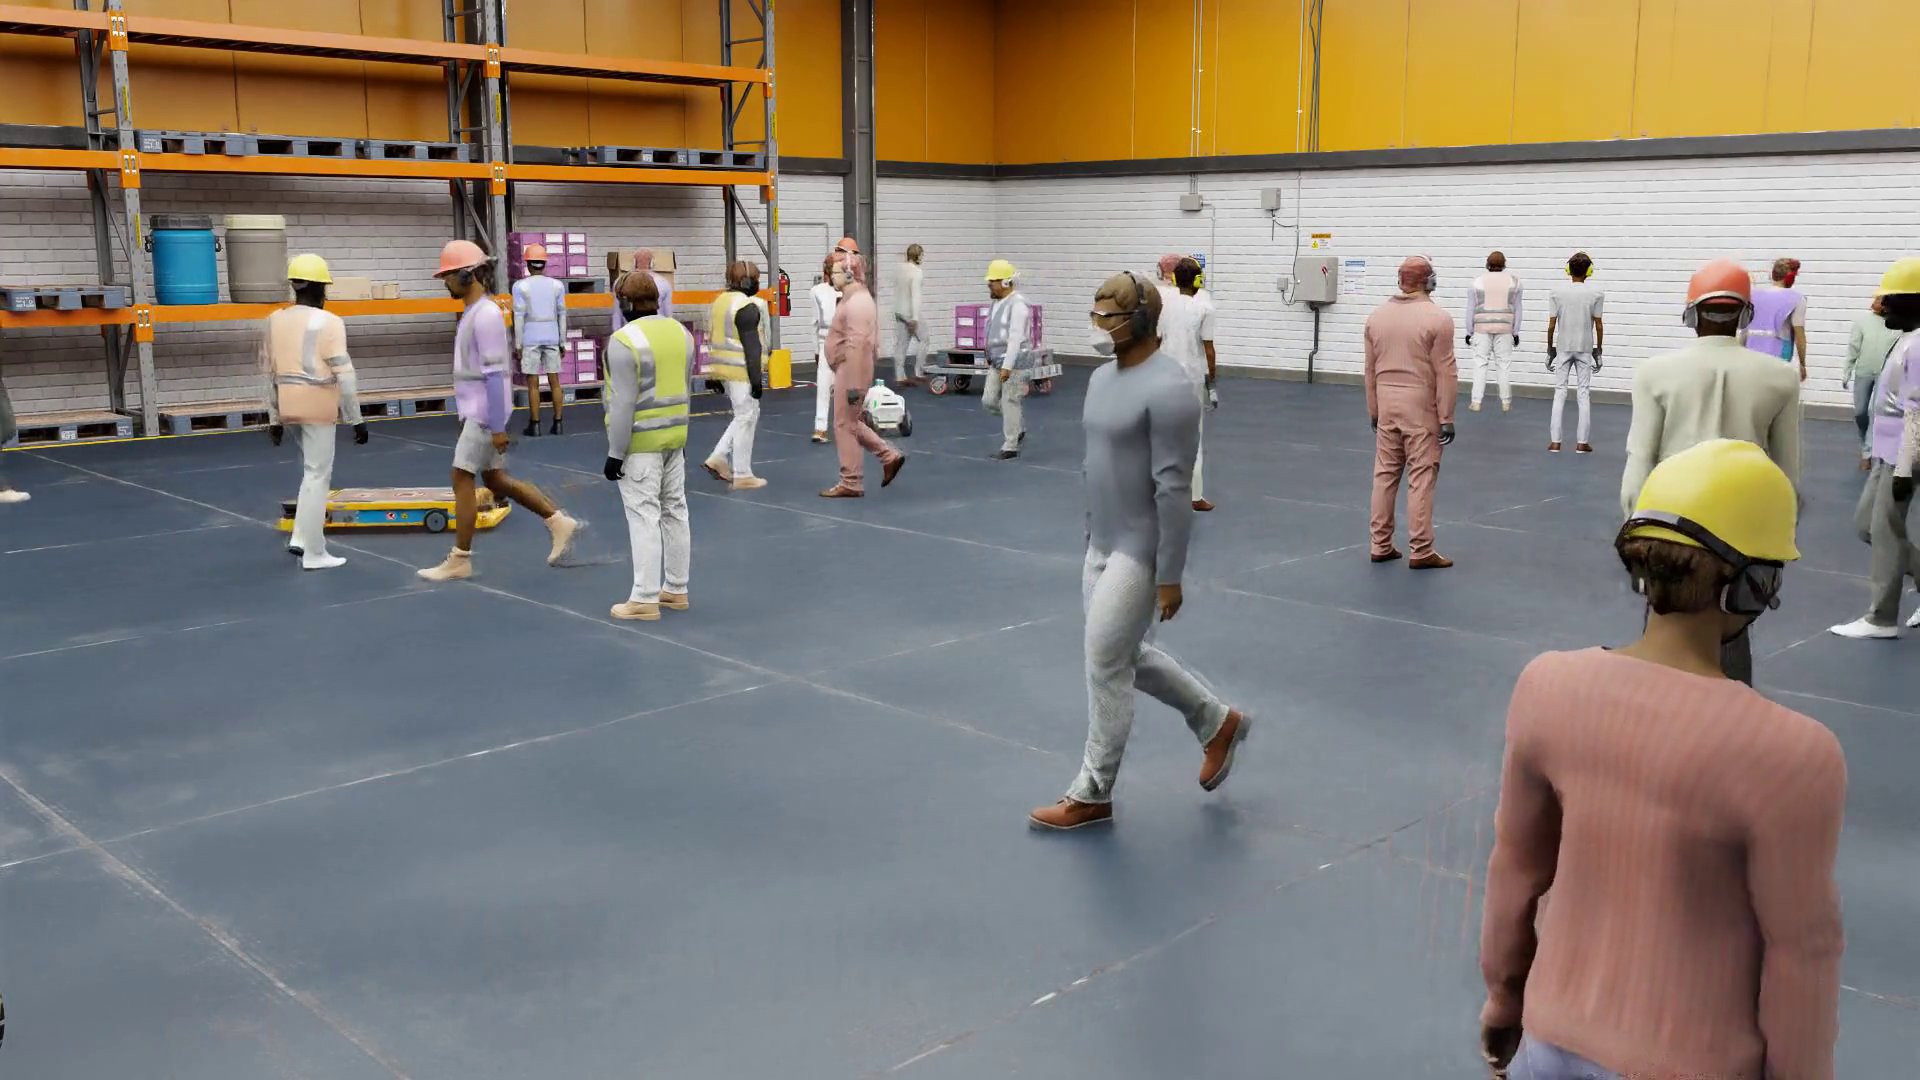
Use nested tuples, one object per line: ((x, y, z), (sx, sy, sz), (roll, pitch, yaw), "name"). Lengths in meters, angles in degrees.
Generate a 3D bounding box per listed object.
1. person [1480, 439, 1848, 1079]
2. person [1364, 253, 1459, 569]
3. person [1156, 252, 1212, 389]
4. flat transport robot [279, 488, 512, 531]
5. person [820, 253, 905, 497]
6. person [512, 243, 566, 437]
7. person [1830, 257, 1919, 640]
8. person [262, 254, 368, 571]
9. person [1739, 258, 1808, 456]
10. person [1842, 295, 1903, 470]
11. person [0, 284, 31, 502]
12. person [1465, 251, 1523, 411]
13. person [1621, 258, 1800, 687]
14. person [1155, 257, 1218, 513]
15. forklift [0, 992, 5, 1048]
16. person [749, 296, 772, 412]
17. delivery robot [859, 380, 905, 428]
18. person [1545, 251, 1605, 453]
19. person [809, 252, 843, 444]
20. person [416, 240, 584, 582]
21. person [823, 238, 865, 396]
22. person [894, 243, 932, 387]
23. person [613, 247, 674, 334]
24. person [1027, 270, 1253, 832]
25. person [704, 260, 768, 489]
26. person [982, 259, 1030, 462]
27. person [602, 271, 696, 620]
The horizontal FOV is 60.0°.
((0.946, 0.729, 2.374), (0.514, 1.746, 0.523), (-5, 12, -28), "person")
((2.769, -0.780, 10.154), (0.407, 1.913, 0.641), (-8, 13, -37), "person")
((1.740, -1.402, 13.598), (0.663, 1.884, 0.732), (0, 10, 2), "person")
((-3.913, -0.223, 11.587), (1.431, 0.197, 0.652), (-1, 10, -5), "flat transport robot")
((-0.773, -1.262, 12.835), (0.559, 1.889, 0.655), (0, 10, 1), "person")
((-4.252, -2.013, 16.799), (0.551, 1.936, 0.356), (-7, 13, -35), "person")
((4.686, -0.431, 8.217), (0.480, 1.914, 0.595), (4, 11, 23), "person")
((-3.910, -0.764, 10.081), (0.609, 1.910, 0.466), (6, 12, 28), "person")
((7.325, -1.600, 14.873), (0.725, 1.812, 0.582), (-6, 12, -28), "person")
((8.025, -1.437, 14.544), (0.518, 1.610, 0.673), (8, 13, 36), "person")
((-7.412, -1.179, 12.546), (0.518, 1.830, 0.518), (-2, 11, -10), "person")
((6.170, -2.405, 19.245), (0.641, 1.835, 0.430), (2, 11, 10), "person")
((2.856, -0.092, 6.335), (0.648, 1.944, 1.038), (3, 11, 14), "person")
((1.643, -1.131, 12.192), (0.534, 1.864, 0.310), (6, 12, 31), "person")
((-3.245, 0.323, 3.363), (2.313, 2.155, 1.214), (2, 11, 13), "forklift")
((-2.381, -2.174, 18.615), (0.524, 1.598, 0.877), (3, 11, 13), "person")
((-0.819, -1.382, 16.877), (0.477, 0.478, 0.707), (-4, 11, -20), "delivery robot")
((5.732, -1.744, 15.520), (0.514, 1.872, 0.328), (5, 11, 23), "person")
((-1.200, -1.850, 16.164), (0.582, 1.846, 0.910), (1, 10, 6), "person")
((-2.735, -0.758, 9.825), (0.917, 2.008, 0.622), (-4, 11, -19), "person")
((-1.416, -2.782, 20.857), (0.608, 1.988, 0.392), (5, 12, 27), "person")
((-0.610, -2.994, 22.231), (0.682, 1.906, 0.622), (-7, 13, -35), "person")
((-3.424, -2.218, 18.048), (0.662, 1.886, 0.435), (-2, 11, -9), "person")
((0.647, 0.038, 5.699), (0.813, 1.915, 0.635), (-4, 11, -19), "person")
((-1.744, -1.307, 13.259), (0.433, 1.822, 0.637), (-5, 12, -27), "person")
((0.410, -1.595, 14.879), (0.433, 1.810, 0.588), (-5, 12, -27), "person")
((-1.665, -0.496, 8.810), (0.430, 1.839, 0.619), (5, 12, 27), "person")
